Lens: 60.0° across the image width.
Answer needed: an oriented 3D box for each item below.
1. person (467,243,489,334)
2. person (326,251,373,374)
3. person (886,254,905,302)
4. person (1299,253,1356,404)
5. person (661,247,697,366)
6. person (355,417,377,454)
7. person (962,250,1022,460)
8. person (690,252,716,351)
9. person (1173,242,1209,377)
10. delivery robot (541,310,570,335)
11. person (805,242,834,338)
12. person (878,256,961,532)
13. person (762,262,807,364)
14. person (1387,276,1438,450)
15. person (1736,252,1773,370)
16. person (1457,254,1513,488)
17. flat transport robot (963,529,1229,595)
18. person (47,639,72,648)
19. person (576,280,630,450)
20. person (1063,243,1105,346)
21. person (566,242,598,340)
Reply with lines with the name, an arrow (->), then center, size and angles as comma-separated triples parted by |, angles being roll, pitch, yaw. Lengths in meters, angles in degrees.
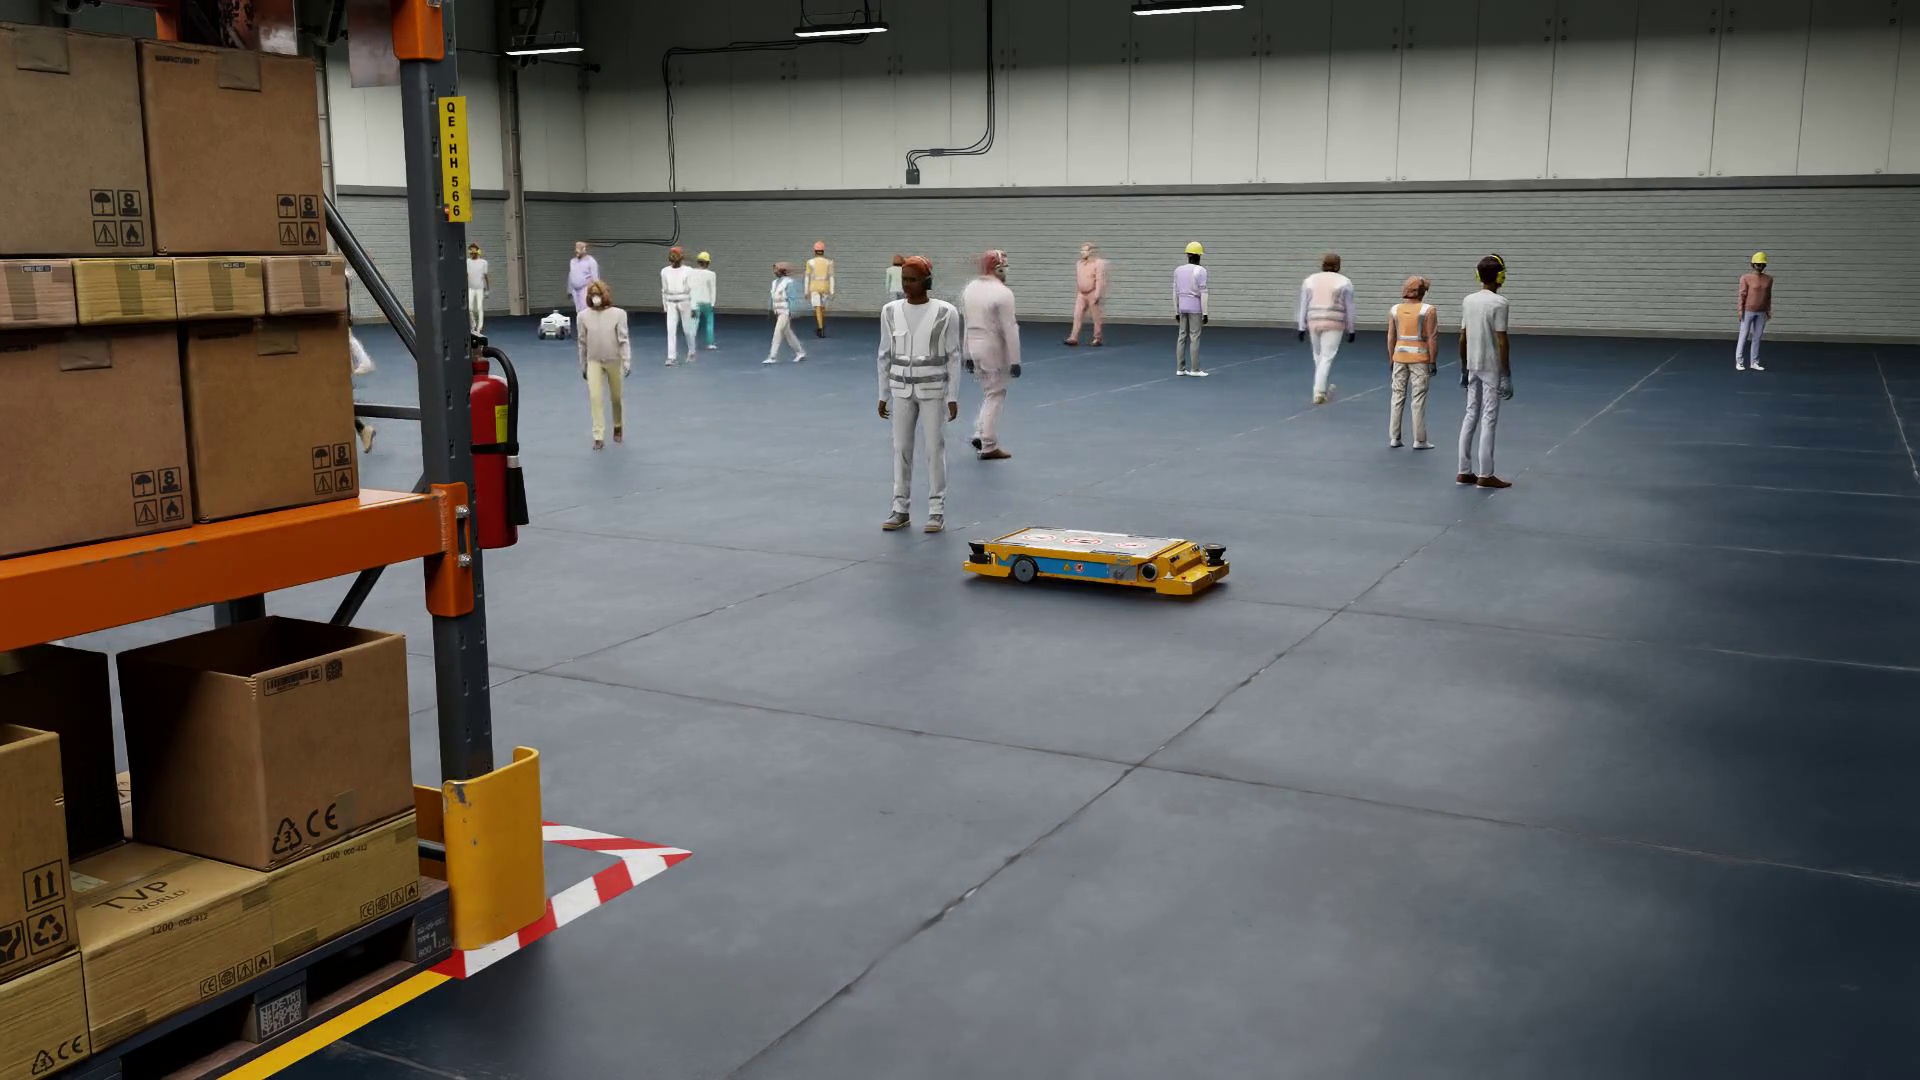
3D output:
person -> -9.843, -5.084, 33.759 | 0.552, 1.857, 0.494 | -1, 10, -4
person -> -8.988, -3.272, 24.048 | 0.953, 1.803, 0.635 | -6, 12, -31
person -> -1.342, -5.371, 36.012 | 0.503, 1.609, 0.673 | -1, 10, -7
person -> 4.502, -2.565, 20.171 | 0.654, 1.801, 0.925 | 8, 13, 36
person -> -4.384, -3.671, 26.106 | 0.589, 1.849, 0.941 | 2, 11, 10
person -> -5.581, -1.516, 14.828 | 0.702, 1.678, 0.540 | -9, 14, -40
person -> 0.321, -1.668, 15.050 | 0.446, 1.887, 0.668 | -7, 13, -34
person -> -4.561, -4.210, 29.327 | 0.522, 1.739, 0.815 | 2, 11, 10
person -> 3.328, -3.306, 23.878 | 0.366, 1.926, 0.594 | -10, 14, -42
delivery robot -> -7.886, -4.237, 32.445 | 0.477, 0.478, 0.707 | 2, 11, 10
person -> -2.808, -4.974, 33.102 | 0.561, 1.884, 0.980 | -3, 11, -17
person -> -0.286, -0.991, 11.375 | 0.584, 1.881, 0.337 | 3, 11, 17
person -> -2.795, -3.611, 26.438 | 0.848, 1.599, 0.530 | -7, 13, -35
person -> 4.289, -1.677, 15.783 | 0.513, 1.640, 0.310 | 10, 14, 44
person -> 11.940, -3.425, 24.970 | 0.534, 1.767, 0.314 | -1, 10, -8
person -> 4.235, -1.353, 13.394 | 0.331, 1.870, 0.560 | -5, 11, -25
flat transport robot -> 0.801, 0.105, 9.798 | 1.431, 0.197, 0.652 | 5, 12, 27
person -> -4.365, -0.328, 7.741 | 0.432, 1.887, 0.592 | 1, 10, 7
person -> -3.413, -1.698, 15.997 | 0.501, 1.606, 0.783 | -1, 10, -5
person -> 2.282, -4.435, 30.185 | 0.664, 1.864, 0.933 | 9, 14, 40
person -> -7.339, -4.821, 32.235 | 0.652, 1.891, 0.436 | 7, 13, 34
